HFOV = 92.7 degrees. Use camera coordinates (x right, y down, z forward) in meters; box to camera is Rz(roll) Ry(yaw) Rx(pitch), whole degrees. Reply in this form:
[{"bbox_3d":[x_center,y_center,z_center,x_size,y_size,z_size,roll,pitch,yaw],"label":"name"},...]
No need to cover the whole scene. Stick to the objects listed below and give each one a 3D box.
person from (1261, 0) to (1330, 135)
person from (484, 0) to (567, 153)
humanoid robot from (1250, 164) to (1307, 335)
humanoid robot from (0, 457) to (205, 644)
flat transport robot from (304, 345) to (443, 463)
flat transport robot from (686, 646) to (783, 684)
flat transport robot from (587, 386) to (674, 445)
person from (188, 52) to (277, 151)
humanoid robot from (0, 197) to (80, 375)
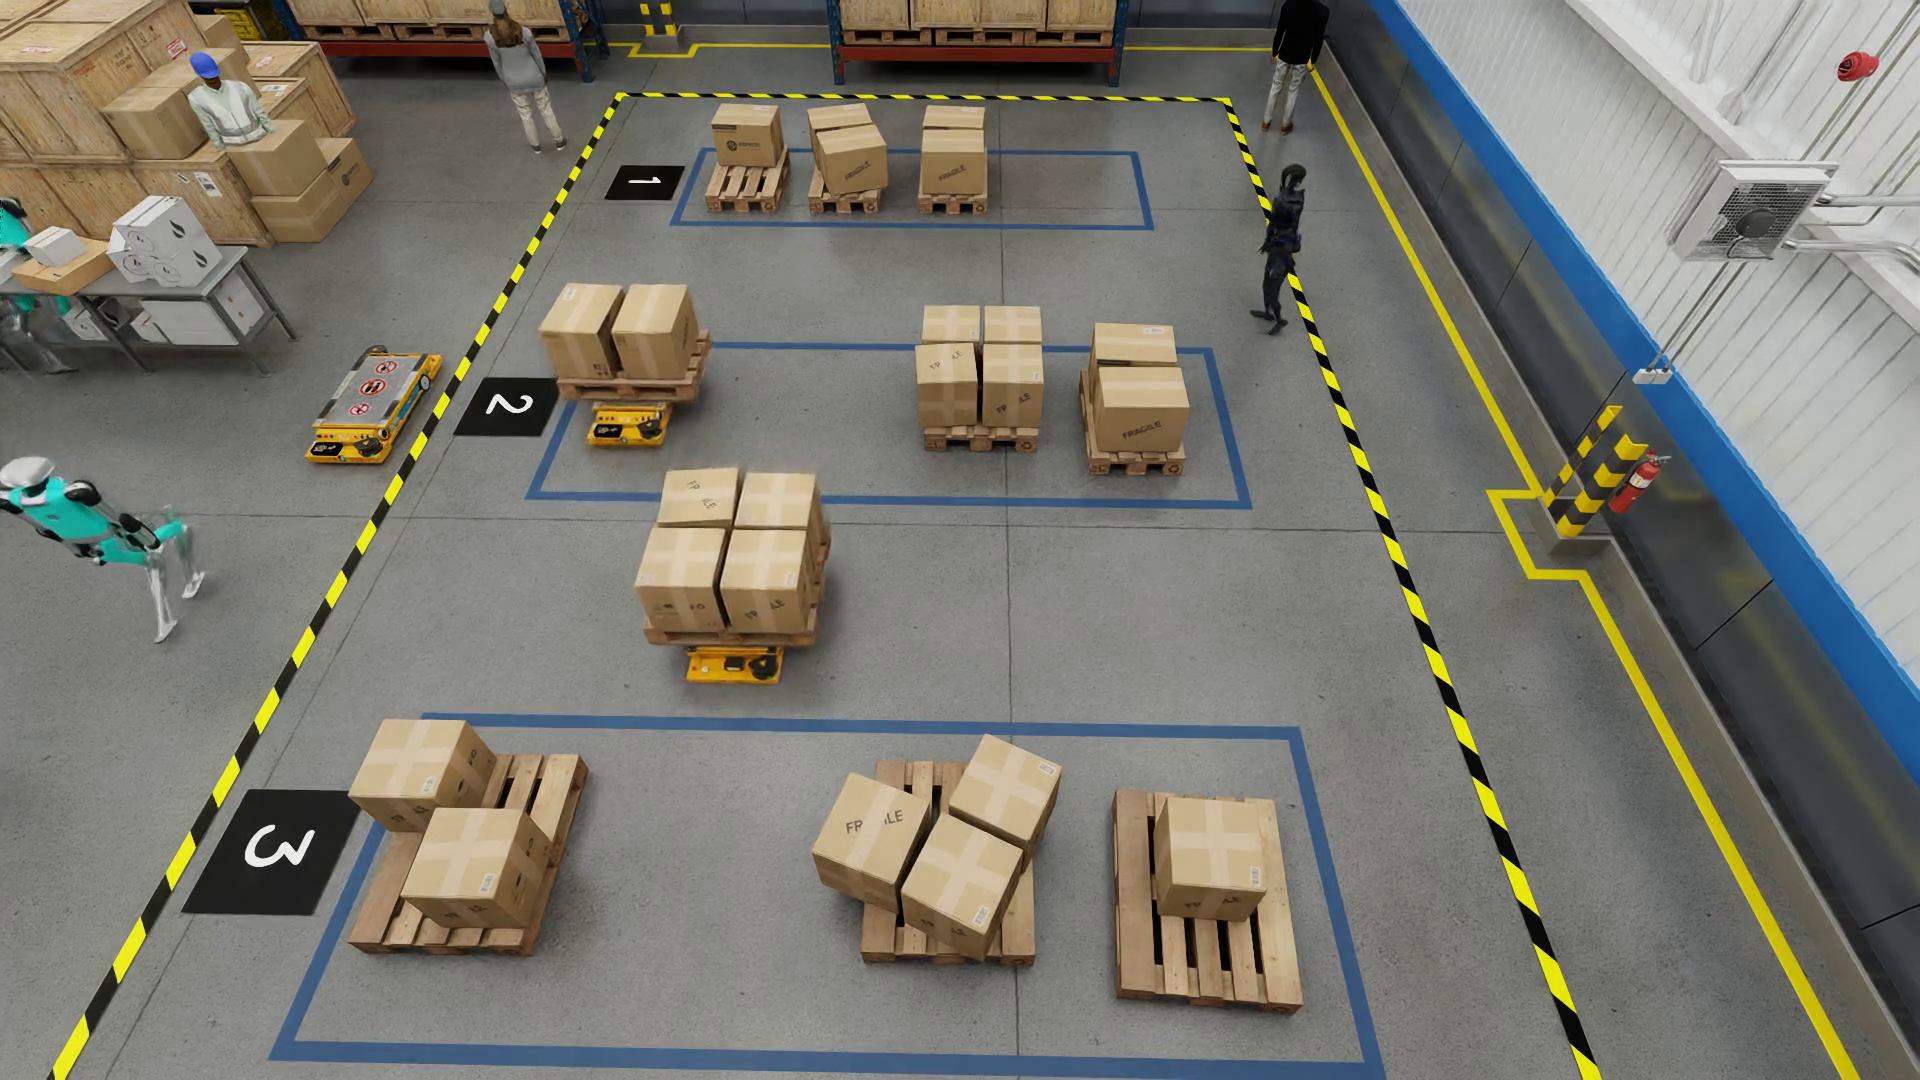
[{"bbox_3d":[4.167,-6.030,11.411,0.589,1.884,0.357,21,53,17],"label":"person"},{"bbox_3d":[-5.288,-5.598,11.120,0.564,1.769,0.396,-13,51,-11],"label":"person"},{"bbox_3d":[3.111,-2.787,8.801,0.401,1.641,0.604,-4,50,-3],"label":"humanoid robot"},{"bbox_3d":[-5.881,-0.081,6.464,0.552,1.743,0.893,-9,50,-8],"label":"humanoid robot"},{"bbox_3d":[-5.383,-1.269,8.441,0.659,0.231,1.431,1,50,1],"label":"flat transport robot"},{"bbox_3d":[-1.622,0.433,6.982,0.652,0.197,1.431,1,50,1],"label":"flat transport robot"},{"bbox_3d":[-2.978,-1.456,8.581,0.652,0.197,1.431,1,50,1],"label":"flat transport robot"},{"bbox_3d":[-7.623,-4.232,9.857,0.602,1.939,0.412,-33,57,-25],"label":"person"},{"bbox_3d":[-8.570,-2.281,8.375,0.545,1.766,1.009,-4,50,-3],"label":"humanoid robot"}]
